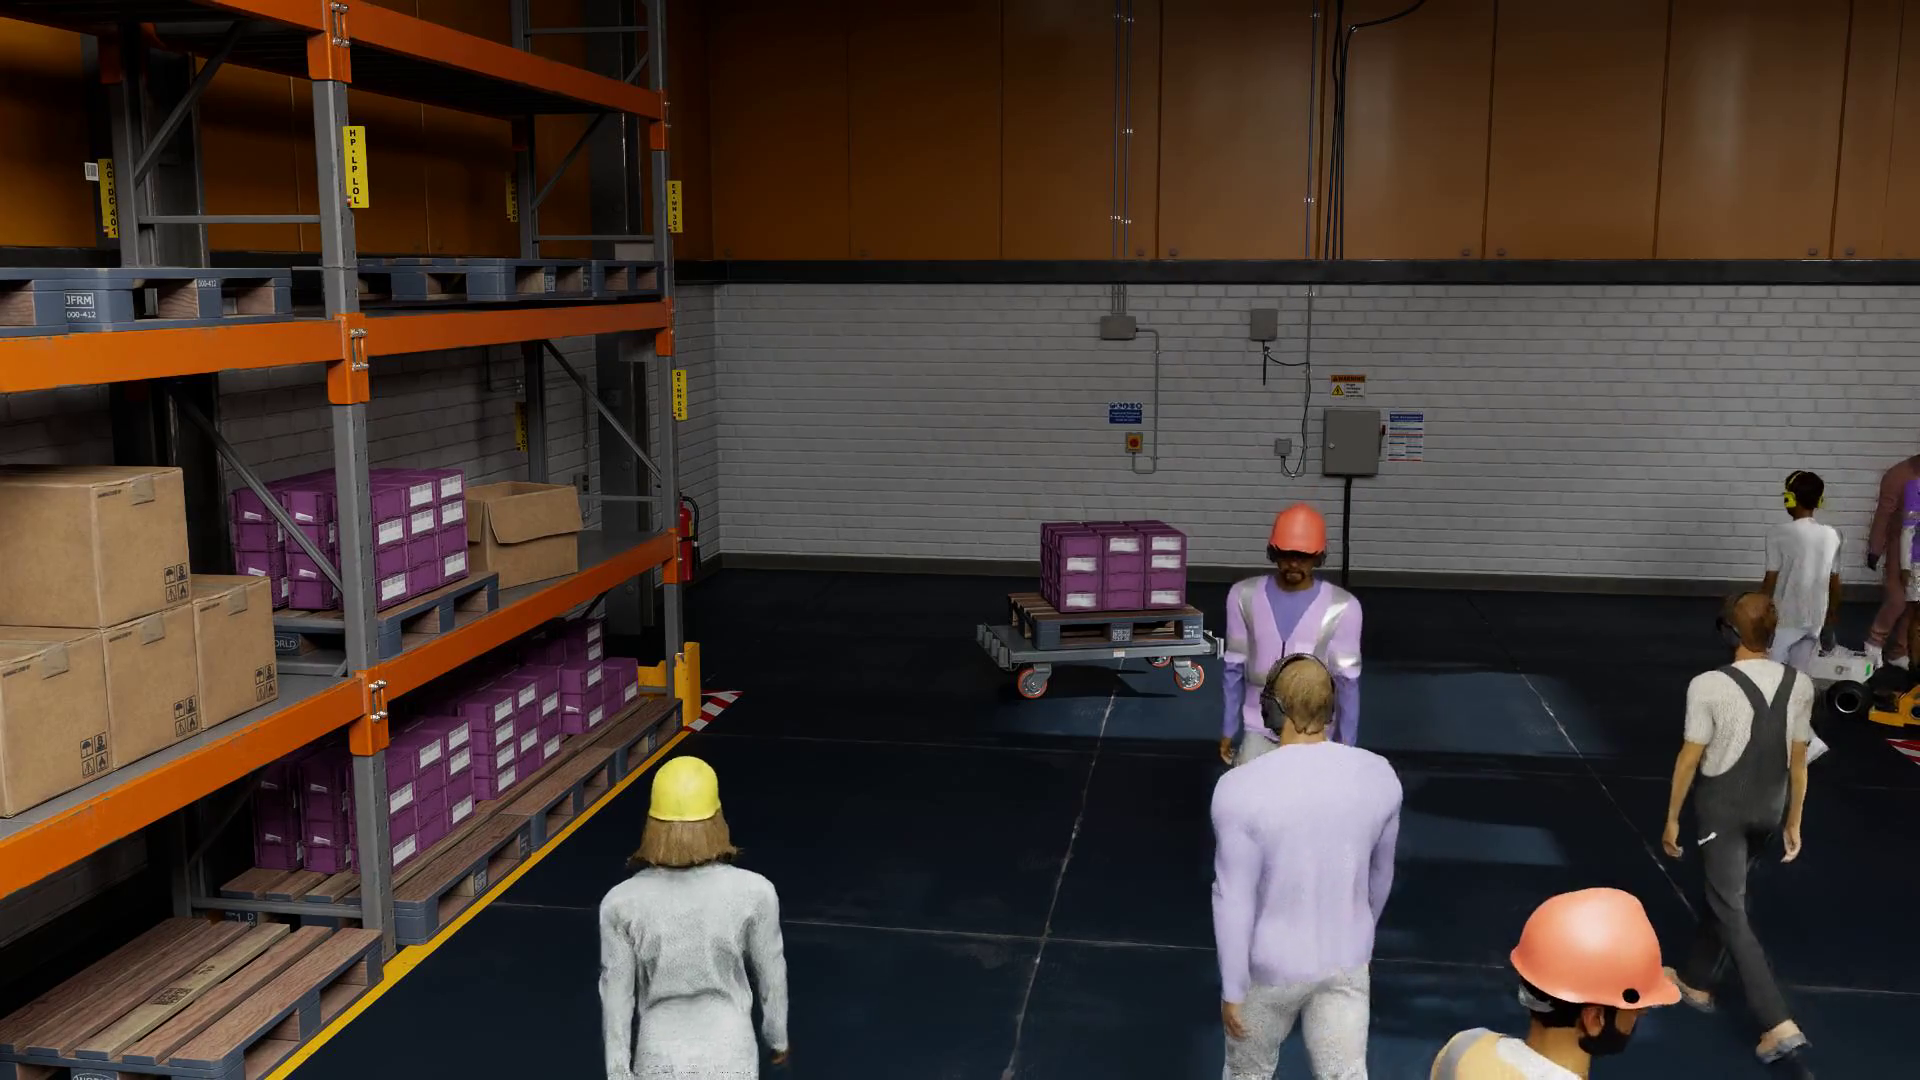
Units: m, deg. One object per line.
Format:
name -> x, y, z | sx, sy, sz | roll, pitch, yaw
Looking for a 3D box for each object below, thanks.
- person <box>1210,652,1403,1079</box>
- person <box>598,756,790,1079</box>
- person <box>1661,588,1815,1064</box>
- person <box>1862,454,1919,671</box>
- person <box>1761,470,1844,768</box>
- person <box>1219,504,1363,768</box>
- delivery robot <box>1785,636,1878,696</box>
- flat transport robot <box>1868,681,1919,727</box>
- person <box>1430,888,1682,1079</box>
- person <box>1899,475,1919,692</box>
person -> 1.022, 1.267, 5.145 | 0.654, 1.881, 1.020 | -2, 9, -14
person -> -0.733, 1.434, 4.685 | 0.502, 1.707, 0.869 | 0, 9, -3
person -> 3.069, 1.088, 6.508 | 0.528, 1.811, 0.923 | -2, 9, -10
person -> 7.227, 0.079, 12.525 | 0.667, 1.875, 0.433 | -1, 9, -7
person -> 4.998, 0.514, 9.907 | 0.533, 1.848, 0.522 | -1, 9, -9
person -> 1.463, 0.833, 7.395 | 0.621, 2.025, 0.441 | 4, 10, 23
delivery robot -> 5.912, 0.860, 11.475 | 0.707, 0.478, 0.477 | 6, 11, 34
flat transport robot -> 6.807, 1.148, 10.856 | 1.431, 0.197, 0.652 | 8, 12, 40
person -> 1.010, 1.582, 3.152 | 0.748, 1.913, 0.543 | -3, 10, -20
person -> 7.076, 0.155, 11.988 | 0.551, 1.904, 0.638 | 1, 9, 7
